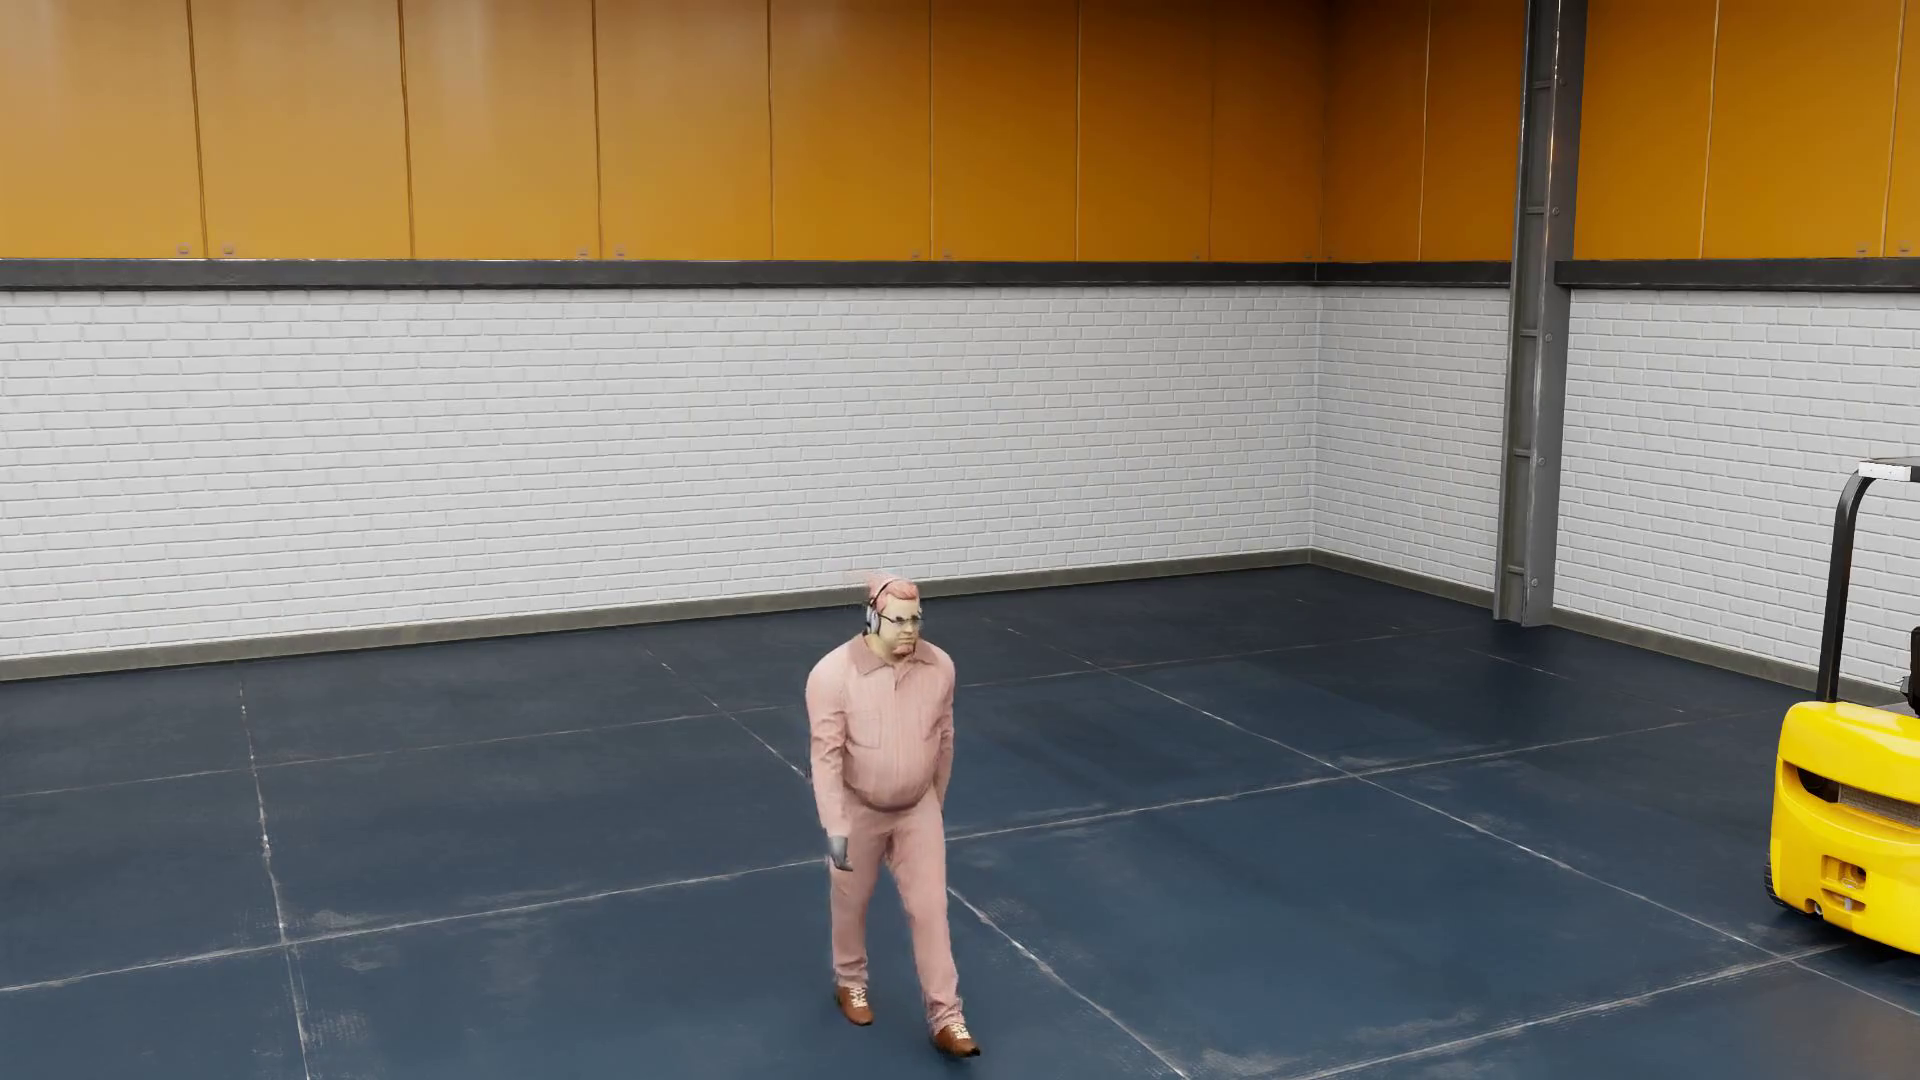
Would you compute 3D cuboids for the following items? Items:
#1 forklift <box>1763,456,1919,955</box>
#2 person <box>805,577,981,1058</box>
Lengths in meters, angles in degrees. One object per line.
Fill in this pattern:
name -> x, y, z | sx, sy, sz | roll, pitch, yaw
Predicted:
forklift -> 4.857, 0.731, 7.561 | 2.313, 2.155, 1.214 | -4, 10, -25
person -> -0.258, 1.076, 6.455 | 0.652, 1.861, 0.965 | -4, 10, -23
